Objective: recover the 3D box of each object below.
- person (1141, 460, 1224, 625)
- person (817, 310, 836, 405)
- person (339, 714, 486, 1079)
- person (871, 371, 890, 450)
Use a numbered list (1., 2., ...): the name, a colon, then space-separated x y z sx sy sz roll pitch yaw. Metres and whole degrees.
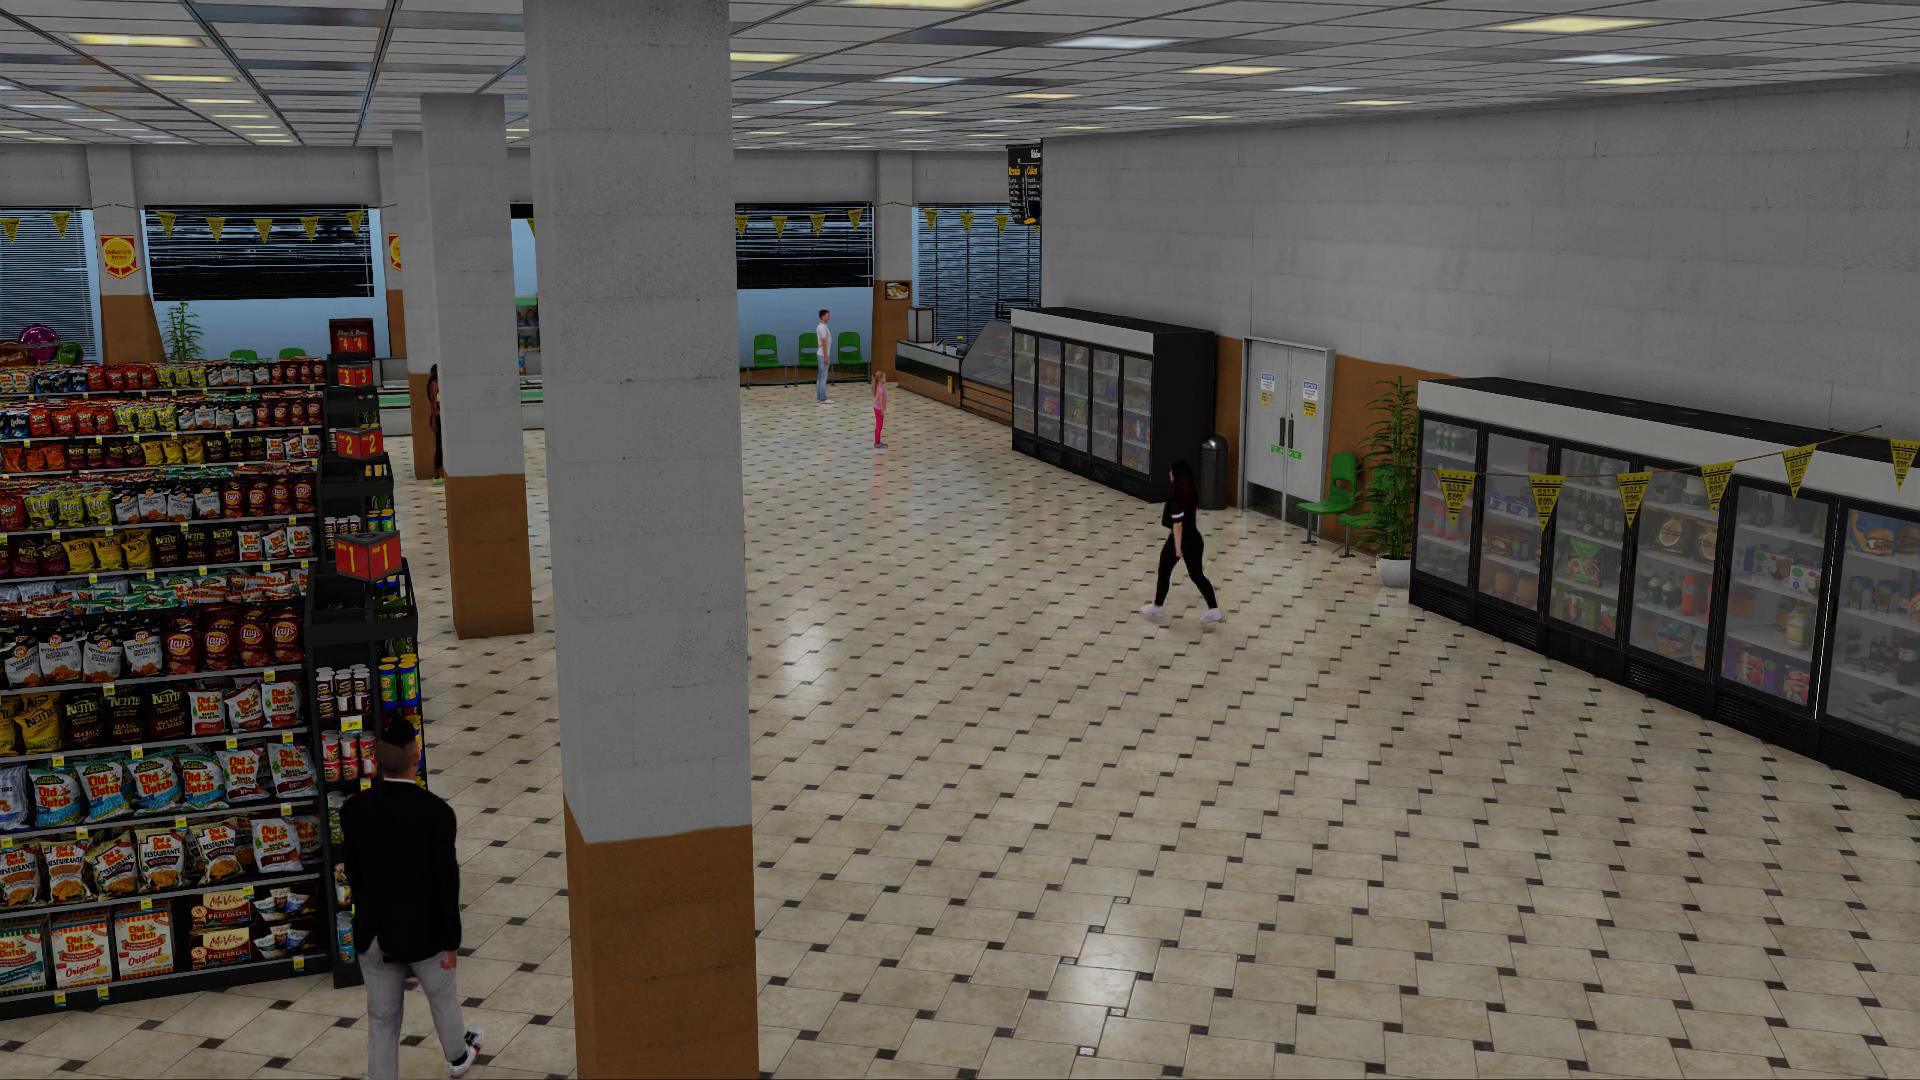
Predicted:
1. person: 2.236 0.053 16.077 1.013 1.597 1.146 10 16 41
2. person: -2.721 -3.643 33.010 0.582 1.852 0.668 -3 12 -13
3. person: -2.485 1.747 7.287 1.228 1.904 1.111 1 12 4
4. person: -1.322 -2.142 27.299 0.516 1.268 0.510 -2 12 -10
